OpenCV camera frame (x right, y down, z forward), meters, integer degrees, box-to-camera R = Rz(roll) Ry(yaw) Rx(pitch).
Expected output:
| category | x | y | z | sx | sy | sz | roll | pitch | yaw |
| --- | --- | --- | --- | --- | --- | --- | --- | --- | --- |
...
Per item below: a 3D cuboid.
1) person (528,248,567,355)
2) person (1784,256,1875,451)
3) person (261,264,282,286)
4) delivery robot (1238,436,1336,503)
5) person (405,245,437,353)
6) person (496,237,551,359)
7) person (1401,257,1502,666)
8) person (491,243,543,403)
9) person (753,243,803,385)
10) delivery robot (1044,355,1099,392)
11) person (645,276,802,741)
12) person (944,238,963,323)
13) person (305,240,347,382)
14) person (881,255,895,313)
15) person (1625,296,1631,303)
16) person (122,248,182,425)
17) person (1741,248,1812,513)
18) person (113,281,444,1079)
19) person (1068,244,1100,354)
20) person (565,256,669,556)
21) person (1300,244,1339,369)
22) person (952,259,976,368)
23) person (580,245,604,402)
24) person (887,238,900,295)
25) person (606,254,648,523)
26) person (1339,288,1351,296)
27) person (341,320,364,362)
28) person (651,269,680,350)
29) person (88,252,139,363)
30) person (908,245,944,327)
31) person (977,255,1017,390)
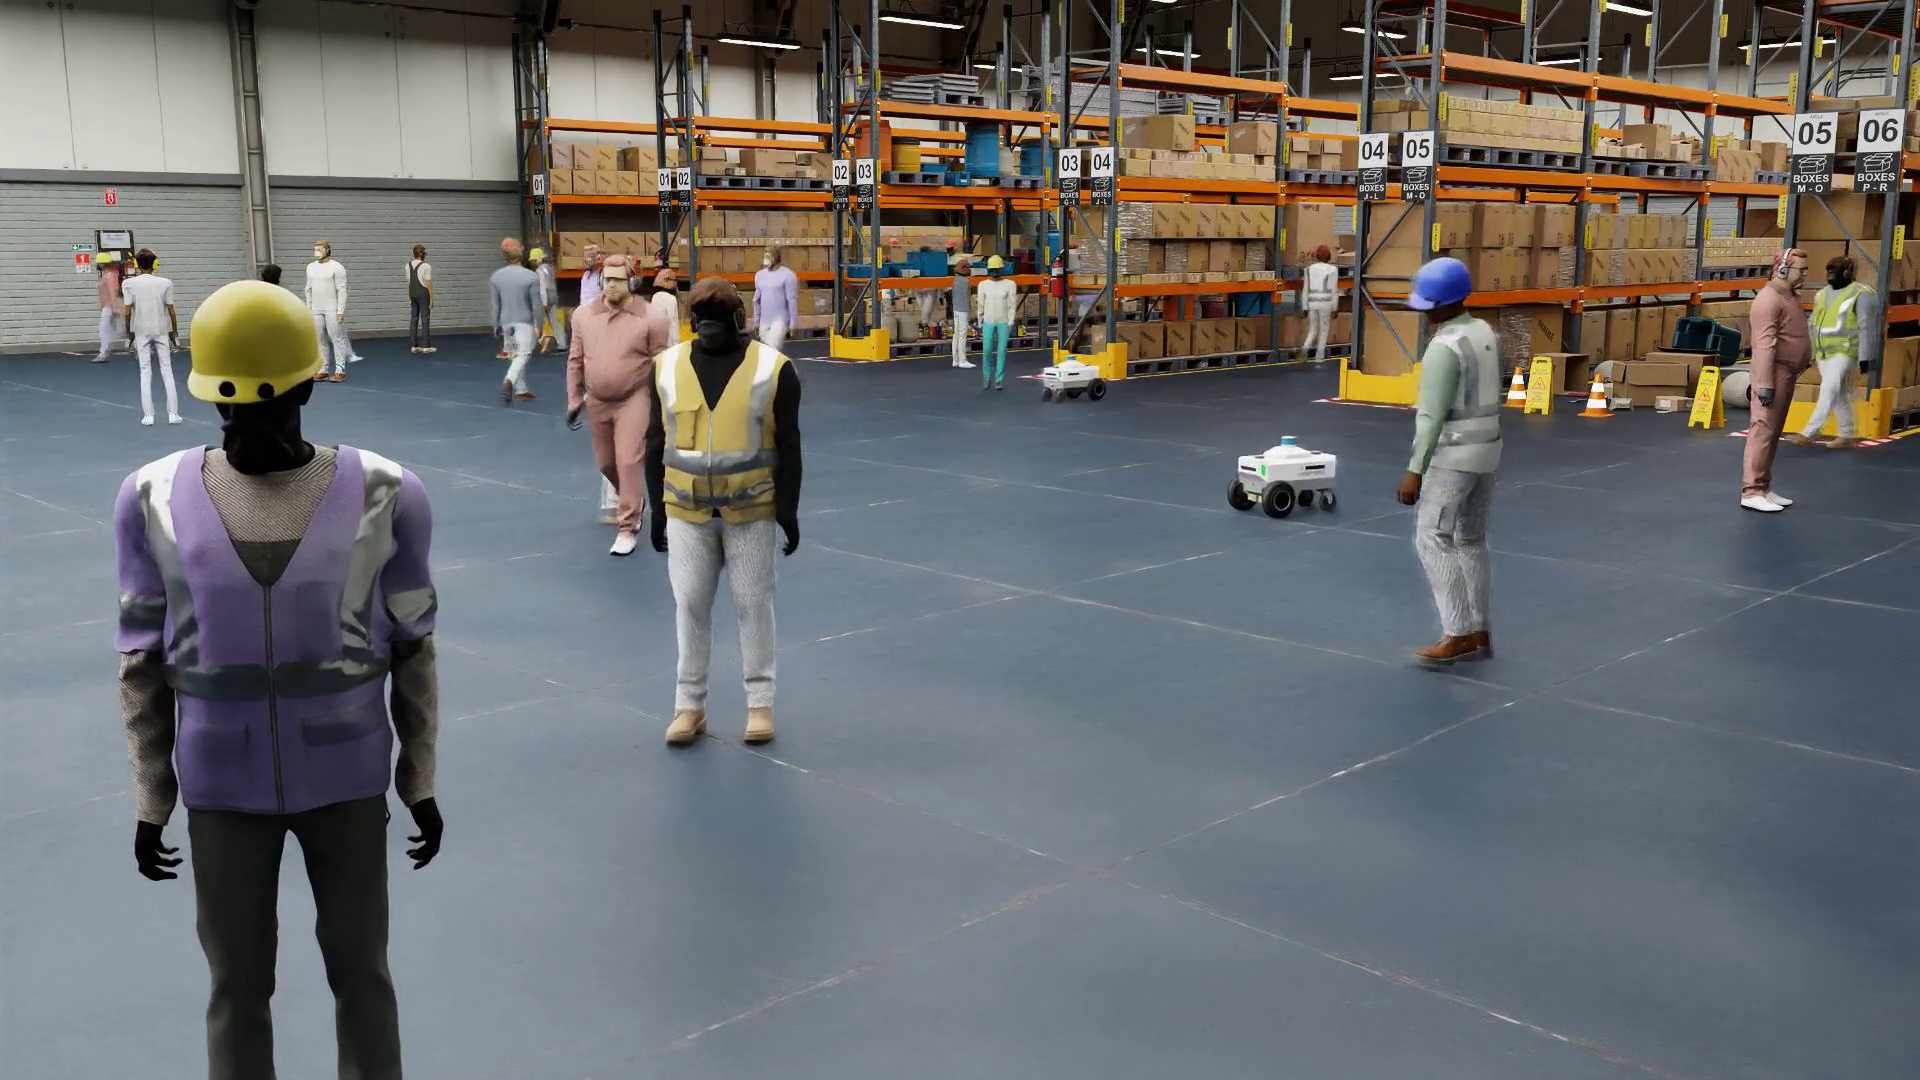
| category | x | y | z | sx | sy | sz | roll | pitch | yaw |
| --- | --- | --- | --- | --- | --- | --- | --- | --- | --- |
| person | -7.043 | -4.010 | 28.035 | 0.856 | 1.777 | 0.589 | 2 | 11 | 10 |
| person | 8.071 | -1.730 | 15.521 | 0.931 | 1.796 | 0.647 | -3 | 11 | -14 |
| person | -7.818 | -2.283 | 18.852 | 0.543 | 1.679 | 0.582 | 1 | 10 | 5 |
| delivery robot | 2.392 | -0.514 | 12.148 | 0.707 | 0.478 | 0.477 | -5 | 12 | -27 |
| person | -9.249 | -4.132 | 28.519 | 0.507 | 1.842 | 0.332 | 3 | 11 | 17 |
| person | -7.213 | -3.969 | 27.274 | 0.845 | 1.973 | 0.606 | 3 | 11 | 14 |
| person | 2.339 | -0.367 | 7.824 | 0.395 | 1.902 | 0.678 | 8 | 13 | 37 |
| person | -5.333 | -2.587 | 19.923 | 0.636 | 1.915 | 0.864 | 3 | 11 | 16 |
| person | -2.205 | -2.638 | 20.178 | 0.639 | 1.913 | 0.870 | 8 | 13 | 36 |
| delivery robot | 1.363 | -2.017 | 20.343 | 0.707 | 0.478 | 0.477 | -8 | 13 | -39 |
| person | -0.944 | -0.115 | 6.599 | 0.627 | 1.843 | 0.429 | 1 | 10 | 4 |
| person | -0.142 | -5.030 | 33.125 | 0.612 | 1.953 | 1.012 | 9 | 14 | 41 |
| person | -8.715 | -3.147 | 22.866 | 0.631 | 1.940 | 0.372 | 3 | 11 | 17 |
| person | -1.389 | -4.450 | 30.784 | 0.310 | 1.642 | 0.514 | -9 | 14 | -40 |
| person | 15.752 | -6.063 | 38.757 | 0.342 | 1.941 | 0.551 | -7 | 13 | -34 |
| person | -8.603 | -2.165 | 17.702 | 0.532 | 1.868 | 0.310 | -5 | 12 | -26 |
| person | 5.995 | -1.171 | 12.183 | 0.403 | 1.904 | 0.651 | 8 | 13 | 36 |
| person | -1.306 | 0.463 | 3.240 | 0.585 | 1.917 | 0.381 | -3 | 11 | -16 |
| person | 2.139 | -4.065 | 28.027 | 0.980 | 1.896 | 0.550 | -6 | 12 | -30 |
| person | -2.178 | -0.894 | 10.762 | 0.645 | 1.875 | 0.868 | 2 | 11 | 12 |
| person | 5.438 | -3.520 | 25.109 | 0.575 | 1.871 | 0.457 | 10 | 14 | 44 |
| person | 0.041 | -3.456 | 25.382 | 0.285 | 1.634 | 0.499 | -4 | 11 | -23 |
| person | -4.336 | -2.552 | 19.765 | 0.607 | 1.883 | 0.674 | -9 | 14 | -40 |
| person | -1.546 | -5.983 | 38.338 | 0.552 | 1.935 | 0.362 | 9 | 14 | 42 |
| person | -2.317 | -1.056 | 11.677 | 0.509 | 1.867 | 0.581 | -5 | 12 | -27 |
| person | 7.356 | -4.871 | 32.295 | 0.606 | 1.936 | 0.876 | 10 | 14 | 44 |
| person | -9.905 | -3.586 | 26.228 | 0.873 | 1.591 | 0.497 | 3 | 11 | 15 |
| person | -3.246 | -2.180 | 18.425 | 0.268 | 1.632 | 0.507 | -8 | 13 | -37 |
| person | -13.452 | -3.700 | 26.438 | 0.811 | 1.740 | 0.530 | -7 | 13 | -34 |
| person | -0.684 | -4.417 | 30.151 | 0.660 | 1.805 | 0.880 | 8 | 13 | 38 |
| person | 0.474 | -2.806 | 21.566 | 0.524 | 1.739 | 0.673 | 1 | 10 | 6 |
